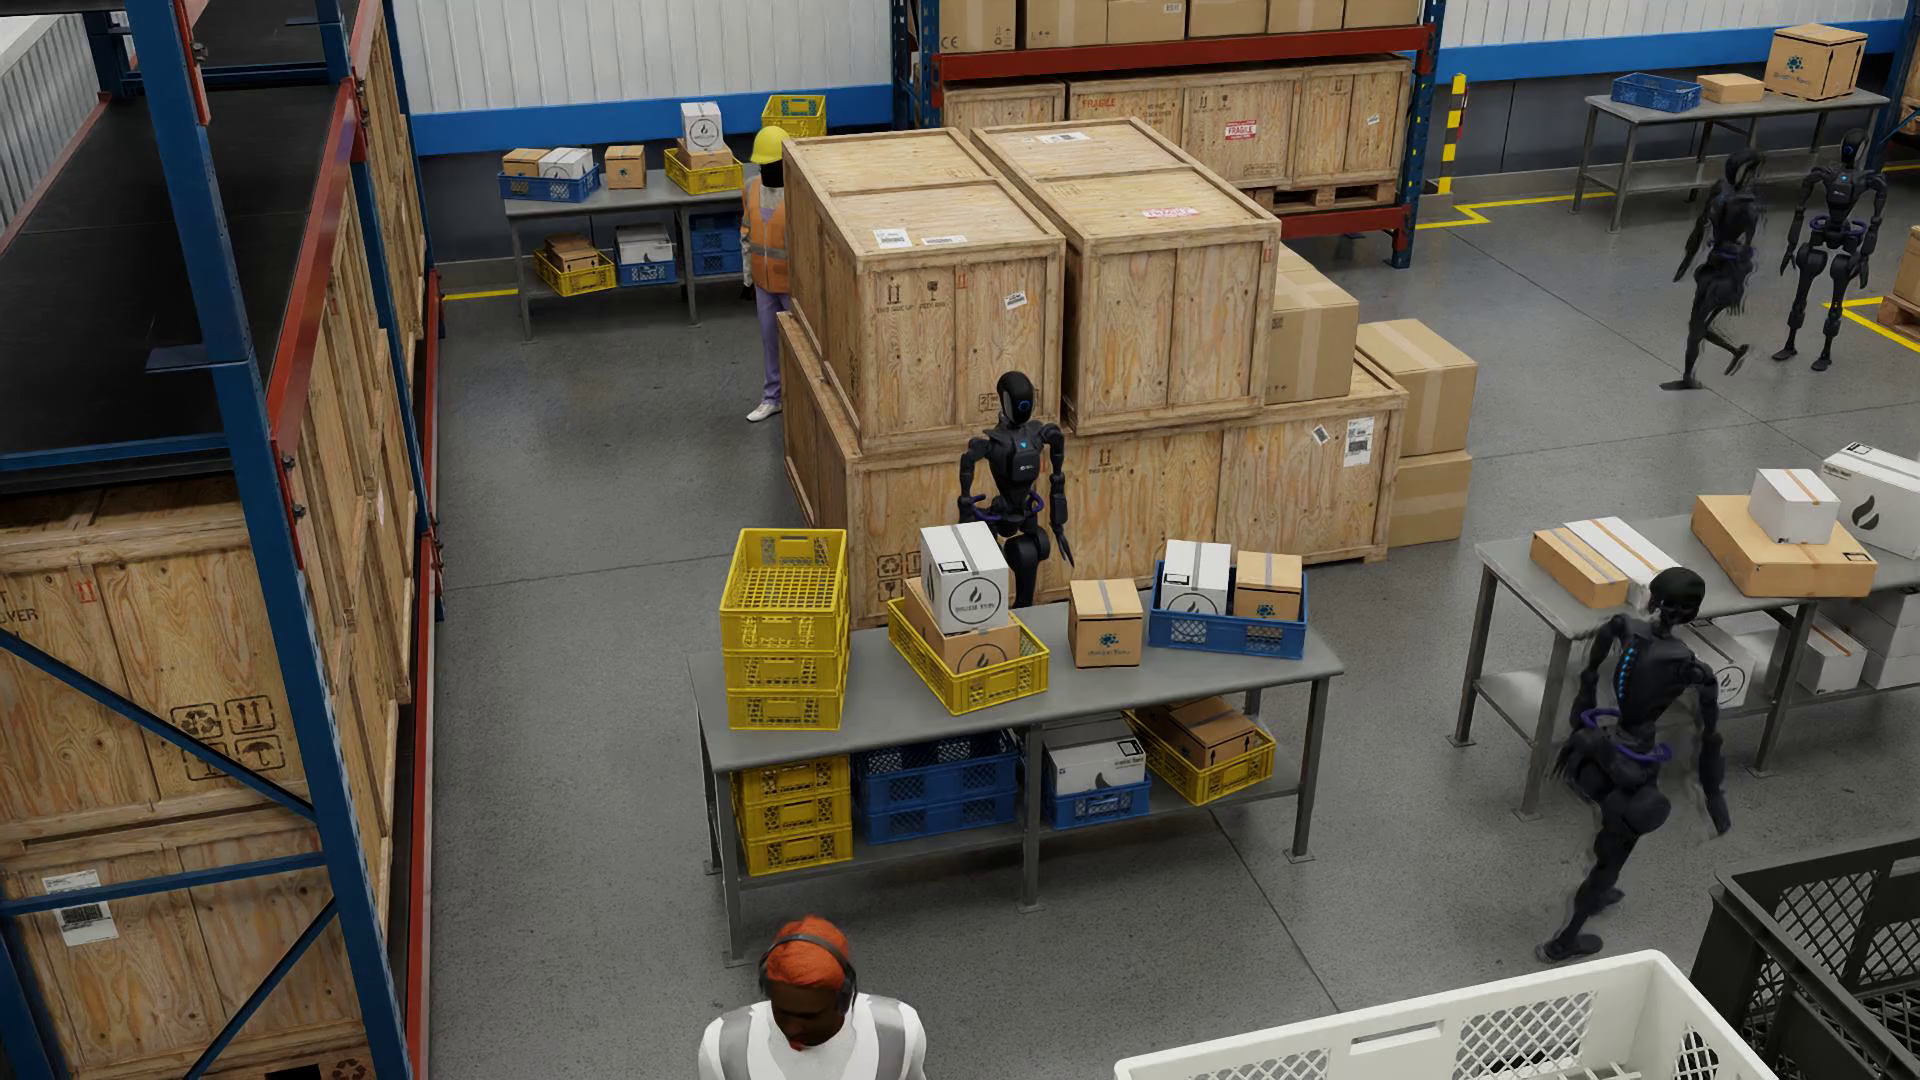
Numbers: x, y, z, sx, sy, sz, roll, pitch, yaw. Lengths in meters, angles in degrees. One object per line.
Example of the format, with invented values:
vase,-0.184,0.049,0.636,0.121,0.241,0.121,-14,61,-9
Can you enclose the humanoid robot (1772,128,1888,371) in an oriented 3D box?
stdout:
humanoid robot,5.858,-1.950,11.196,0.563,1.650,0.357,22,36,34

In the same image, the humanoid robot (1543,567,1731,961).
humanoid robot,2.511,0.840,6.144,0.606,1.635,0.574,-10,30,-17

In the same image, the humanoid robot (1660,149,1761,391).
humanoid robot,5.022,-1.773,10.893,0.552,1.641,0.604,-2,29,-3

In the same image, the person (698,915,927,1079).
person,-0.362,1.723,4.316,0.584,1.881,0.341,-4,29,-8

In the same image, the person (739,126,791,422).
person,-1.114,-1.613,10.326,0.586,1.927,0.360,16,32,26

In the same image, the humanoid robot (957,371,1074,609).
humanoid robot,0.240,-0.008,7.656,0.602,1.657,0.315,-14,32,-23
